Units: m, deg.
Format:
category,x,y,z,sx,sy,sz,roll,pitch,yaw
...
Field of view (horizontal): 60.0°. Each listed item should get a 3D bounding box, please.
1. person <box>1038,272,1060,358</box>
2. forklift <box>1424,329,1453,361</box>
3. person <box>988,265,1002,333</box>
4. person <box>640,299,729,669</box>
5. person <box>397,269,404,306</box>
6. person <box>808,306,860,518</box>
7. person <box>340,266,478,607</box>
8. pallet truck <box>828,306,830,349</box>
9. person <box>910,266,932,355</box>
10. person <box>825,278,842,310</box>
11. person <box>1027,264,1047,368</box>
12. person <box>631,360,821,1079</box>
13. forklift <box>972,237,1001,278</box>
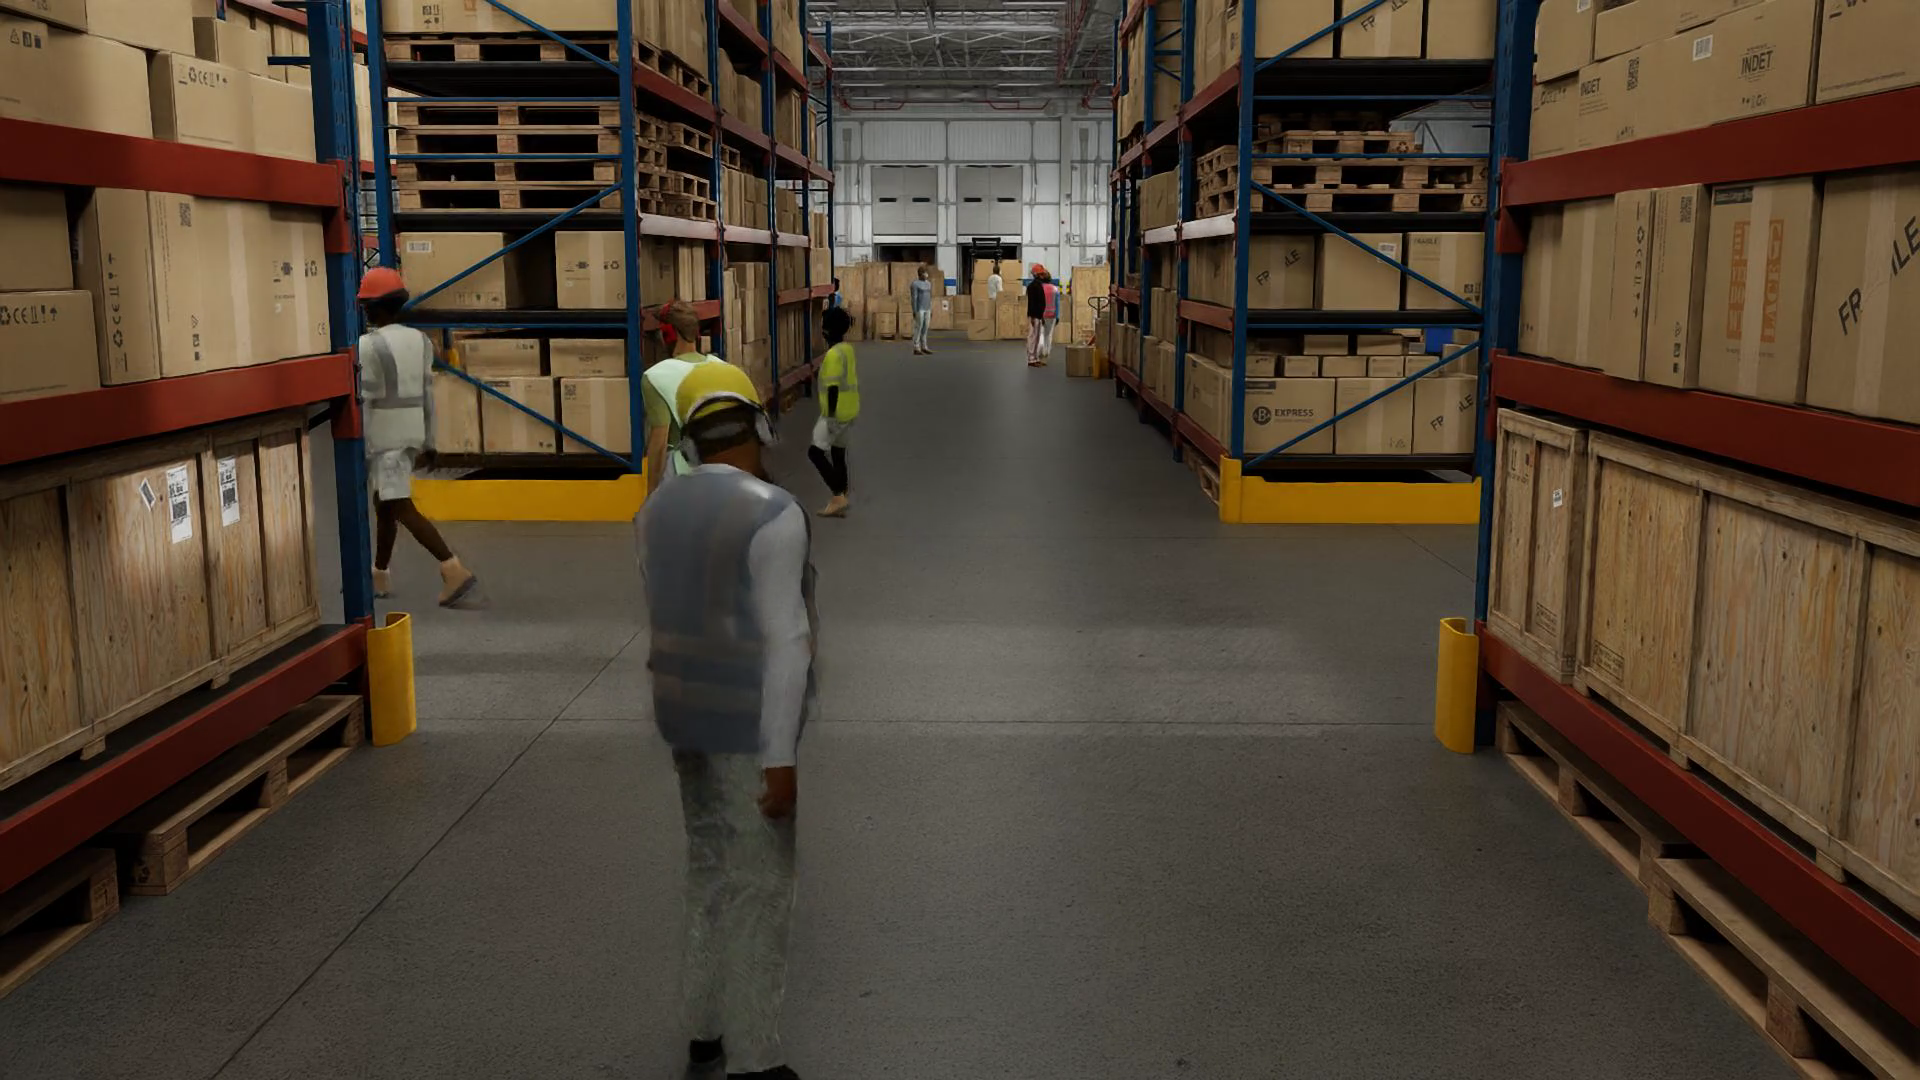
category,x,y,z,sx,sy,sz,roll,pitch,yaw
person,1.811,-4.756,35.212,0.638,1.821,0.636,0,9,1
forklift,10.007,-4.741,31.958,1.873,2.768,1.129,-5,11,-28
person,1.027,-6.886,47.623,0.370,1.941,0.627,-6,11,-30
person,-1.337,-0.262,8.233,0.389,1.843,0.566,6,11,34
person,-19.725,-8.873,59.218,0.700,2.000,0.561,0,9,-1
person,-0.984,-0.990,13.069,0.373,1.688,0.553,3,10,18
person,-3.273,-0.600,9.786,0.985,2.011,0.618,3,10,18
pallet truck,-3.100,-3.940,29.800,1.885,1.965,0.823,3,10,19
person,-0.830,-5.025,36.479,0.357,1.937,0.638,7,12,37
person,-2.632,-4.633,34.852,0.317,1.695,0.540,-8,12,-40
person,1.482,-4.315,32.049,0.378,1.996,0.611,4,10,20
person,-0.528,0.466,4.064,0.441,1.781,0.730,-8,13,-41
forklift,0.842,-8.321,53.406,1.129,2.768,1.873,0,9,1
